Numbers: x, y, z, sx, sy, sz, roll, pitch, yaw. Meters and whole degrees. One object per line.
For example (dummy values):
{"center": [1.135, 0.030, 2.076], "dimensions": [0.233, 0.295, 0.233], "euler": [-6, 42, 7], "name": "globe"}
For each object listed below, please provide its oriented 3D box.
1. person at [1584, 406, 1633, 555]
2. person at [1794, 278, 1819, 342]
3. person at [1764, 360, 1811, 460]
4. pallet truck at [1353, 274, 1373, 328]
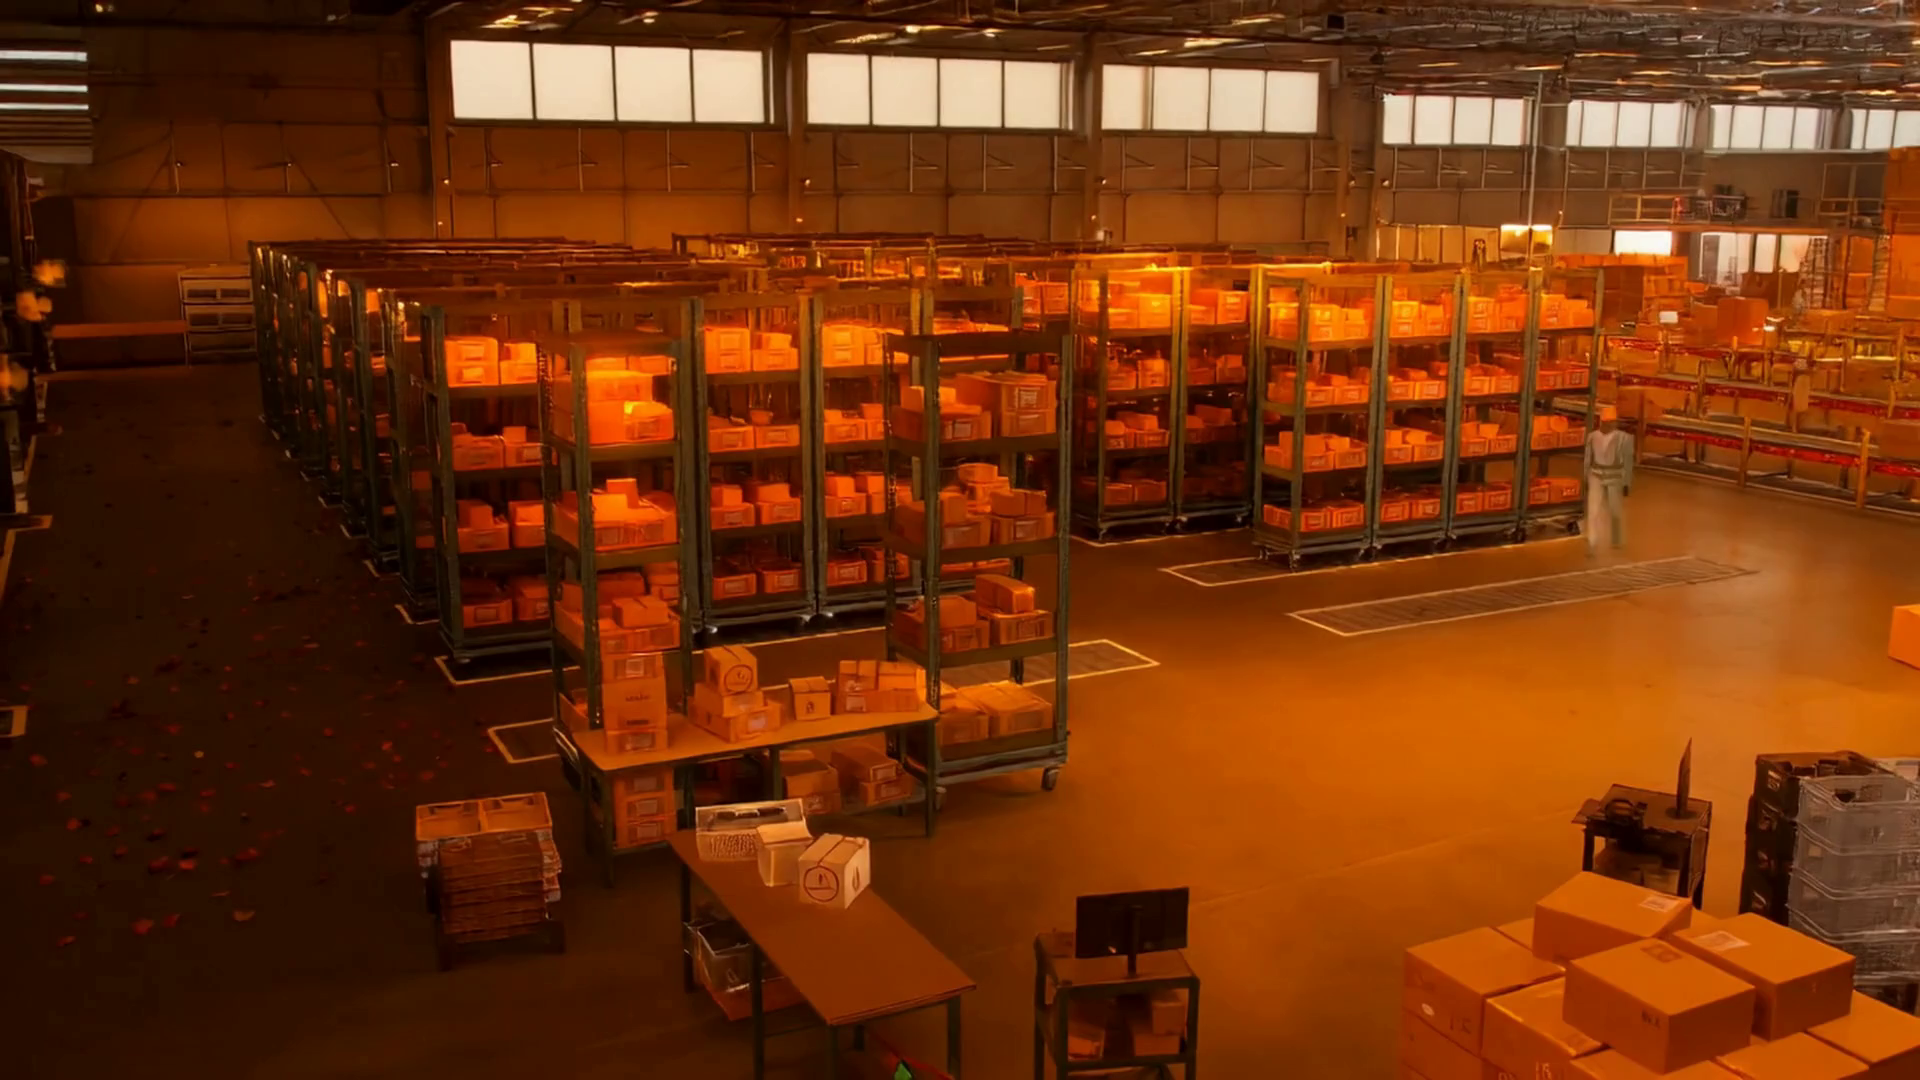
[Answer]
{"center": [8.360, -0.789, 21.446], "dimensions": [0.606, 1.928, 0.777], "euler": [8, 14, 33], "name": "person"}
{"center": [24.759, -6.649, 48.646], "dimensions": [0.618, 2.011, 0.771], "euler": [3, 12, 13], "name": "person"}
{"center": [14.510, -2.238, 28.721], "dimensions": [0.526, 1.723, 0.915], "euler": [-10, 15, -38], "name": "person"}
{"center": [13.011, -8.050, 55.243], "dimensions": [0.823, 1.965, 1.885], "euler": [-7, 14, -28], "name": "pallet truck"}
